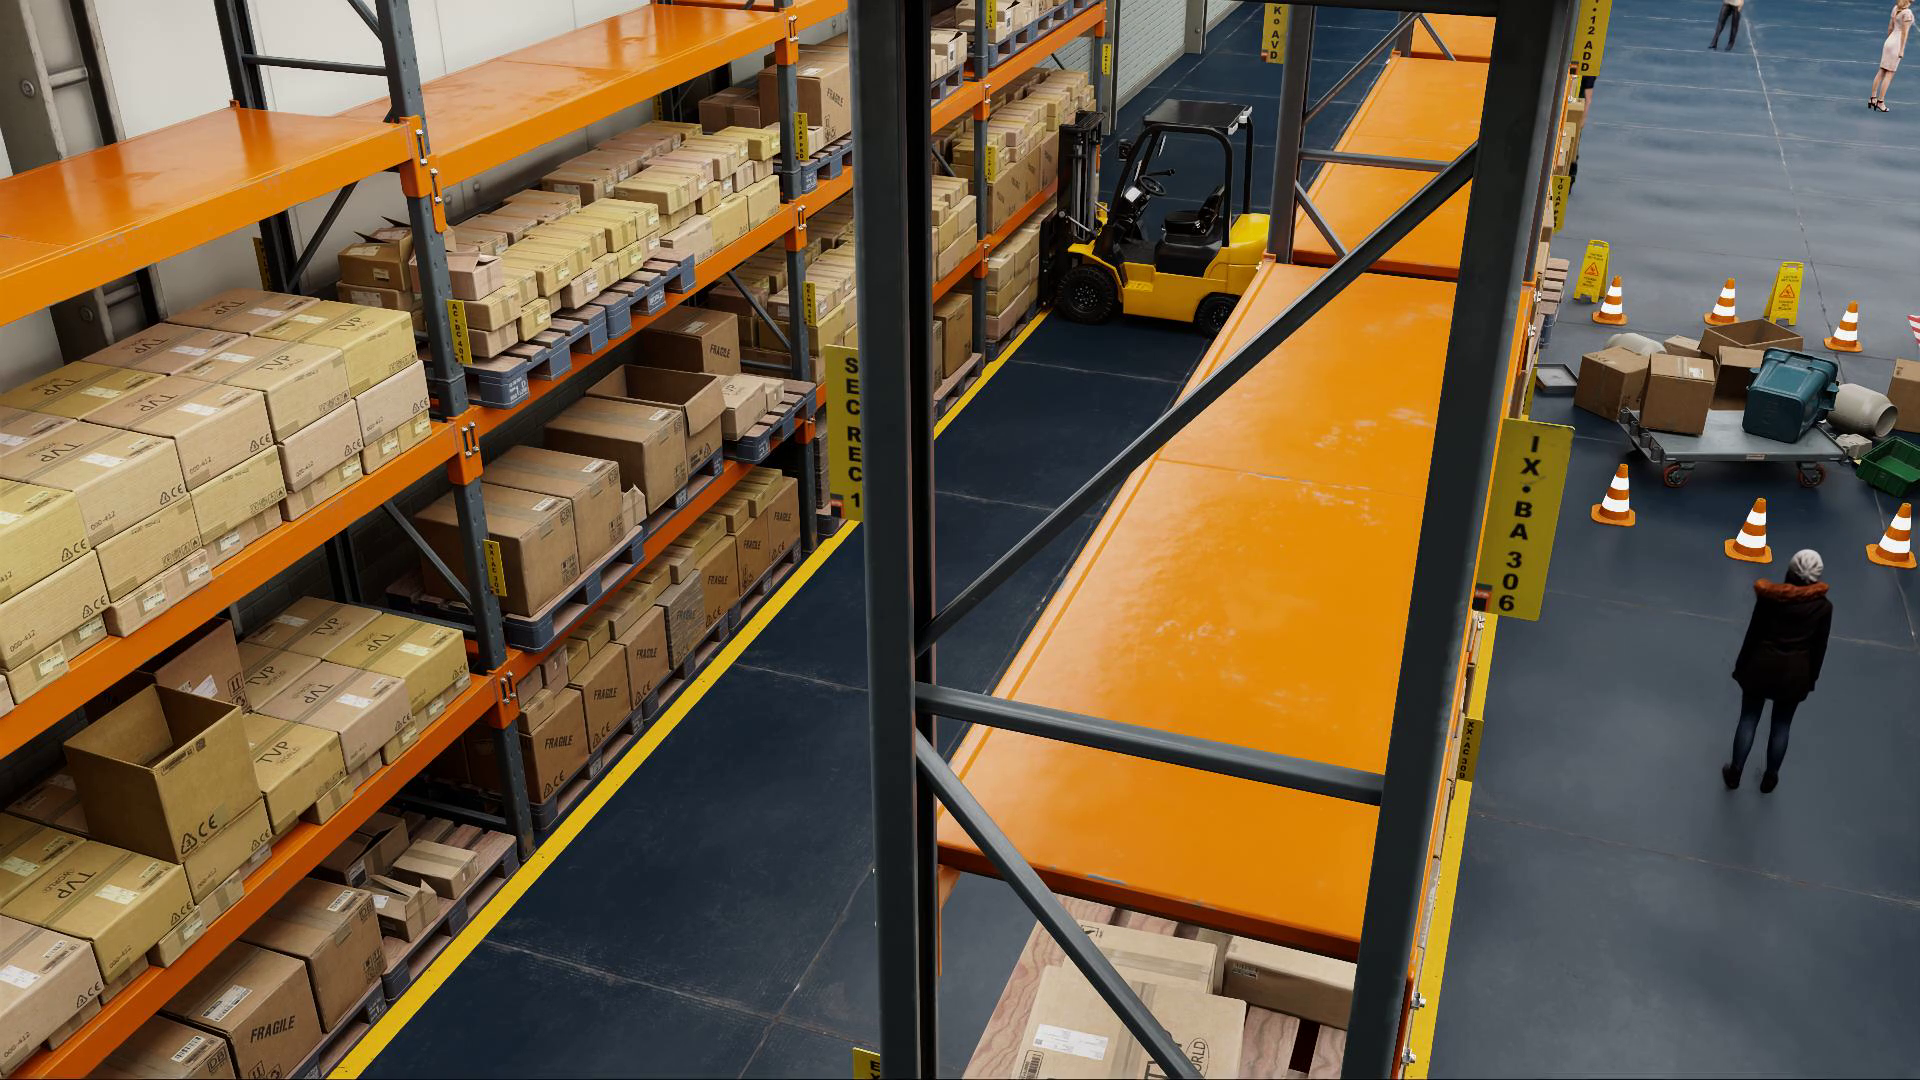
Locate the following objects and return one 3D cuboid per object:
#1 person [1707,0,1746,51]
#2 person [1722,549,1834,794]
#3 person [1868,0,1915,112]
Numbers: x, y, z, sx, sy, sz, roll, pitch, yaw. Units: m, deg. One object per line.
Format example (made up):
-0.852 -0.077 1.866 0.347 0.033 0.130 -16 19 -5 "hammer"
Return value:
13.545 -9.336 29.035 1.029 1.562 0.876 -23 35 -36 "person"
4.893 0.781 9.963 0.614 1.634 0.574 10 30 17 "person"
14.150 -7.457 25.223 0.705 1.829 0.569 -1 28 -2 "person"
